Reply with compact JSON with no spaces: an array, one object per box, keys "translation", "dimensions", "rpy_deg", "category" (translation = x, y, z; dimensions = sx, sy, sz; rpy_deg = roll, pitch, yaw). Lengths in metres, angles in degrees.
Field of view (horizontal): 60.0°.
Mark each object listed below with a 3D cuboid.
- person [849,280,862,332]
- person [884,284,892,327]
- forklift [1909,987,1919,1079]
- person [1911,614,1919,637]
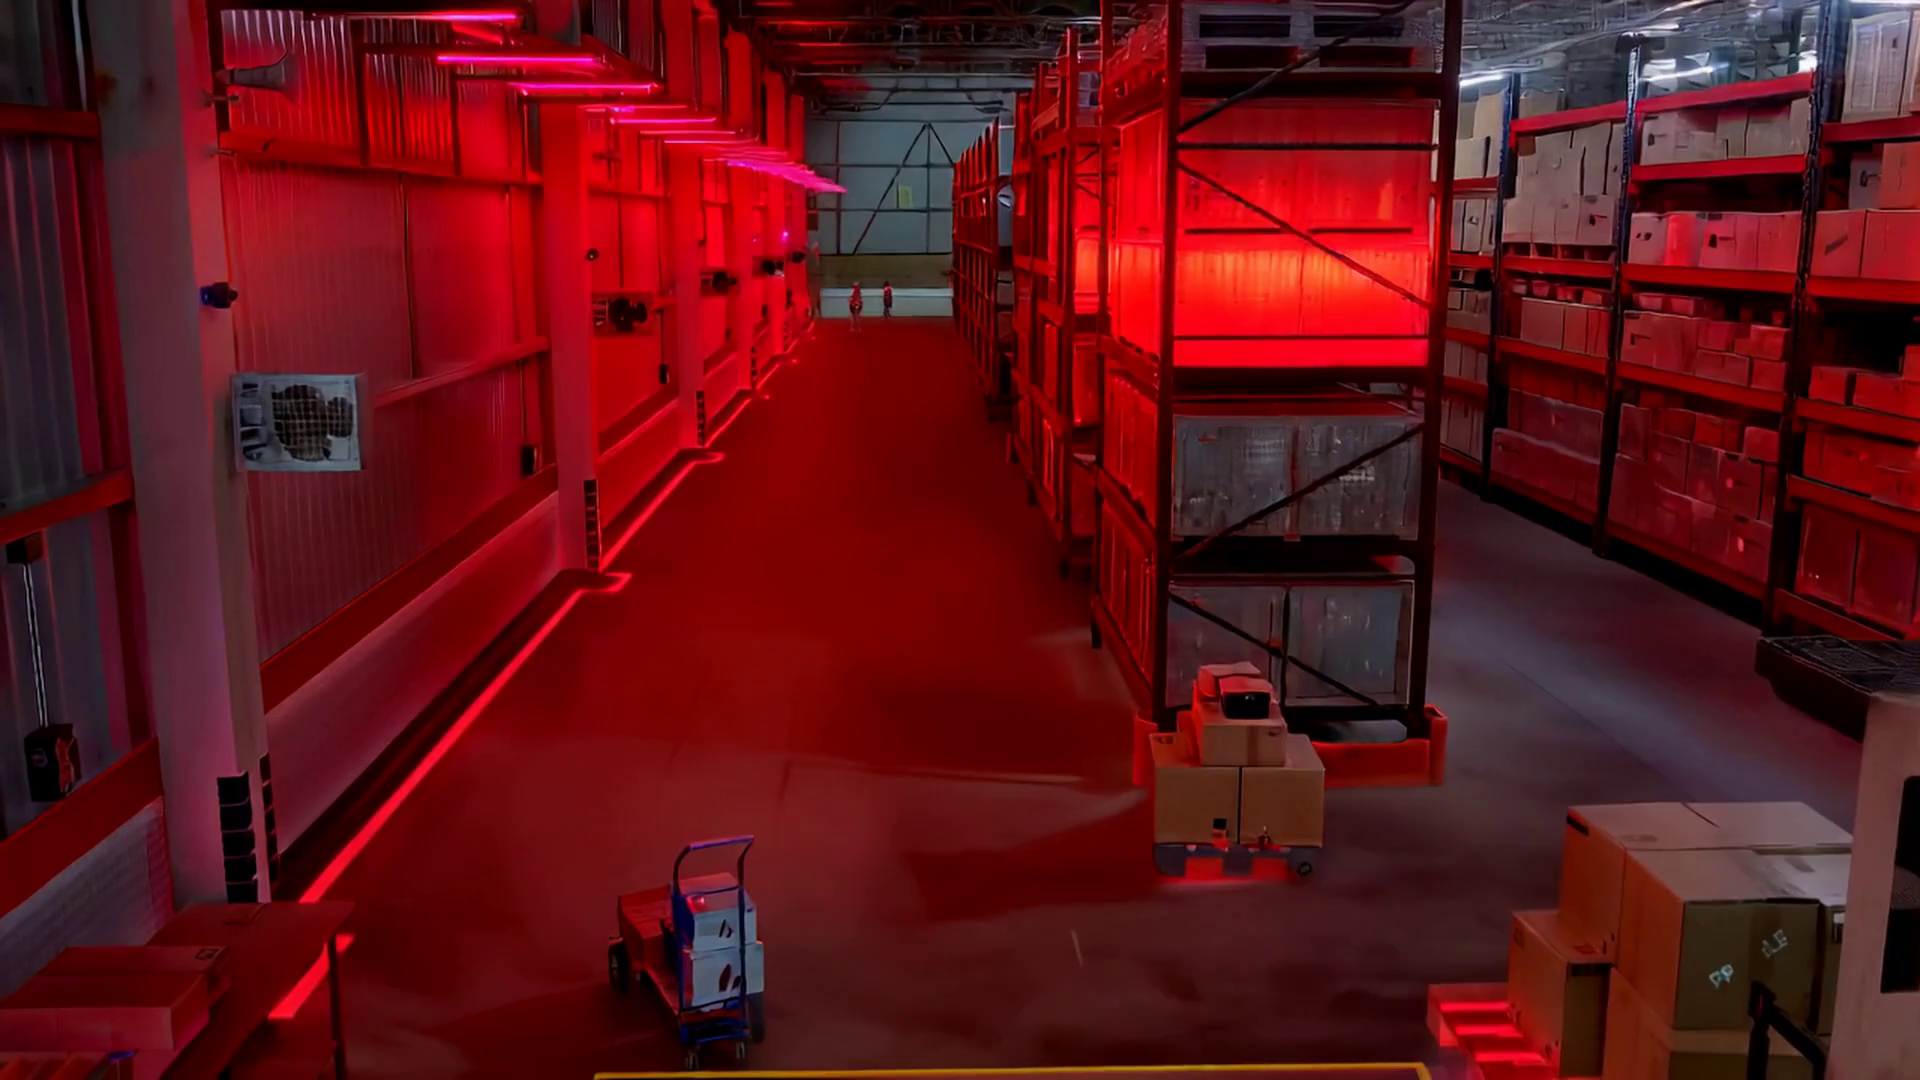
[{"translation":[-3.791,-8.562,60.921],"dimensions":[0.542,1.920,0.423],"rpy_deg":[8,13,35],"category":"person"},{"translation":[-2.780,-9.031,64.072],"dimensions":[0.311,1.641,0.519],"rpy_deg":[4,12,20],"category":"person"},{"translation":[3.157,1.767,4.659],"dimensions":[1.129,2.768,1.873],"rpy_deg":[0,11,-2],"category":"forklift"},{"translation":[6.966,1.025,11.895],"dimensions":[0.536,1.592,0.876],"rpy_deg":[-1,11,-7],"category":"person"}]
